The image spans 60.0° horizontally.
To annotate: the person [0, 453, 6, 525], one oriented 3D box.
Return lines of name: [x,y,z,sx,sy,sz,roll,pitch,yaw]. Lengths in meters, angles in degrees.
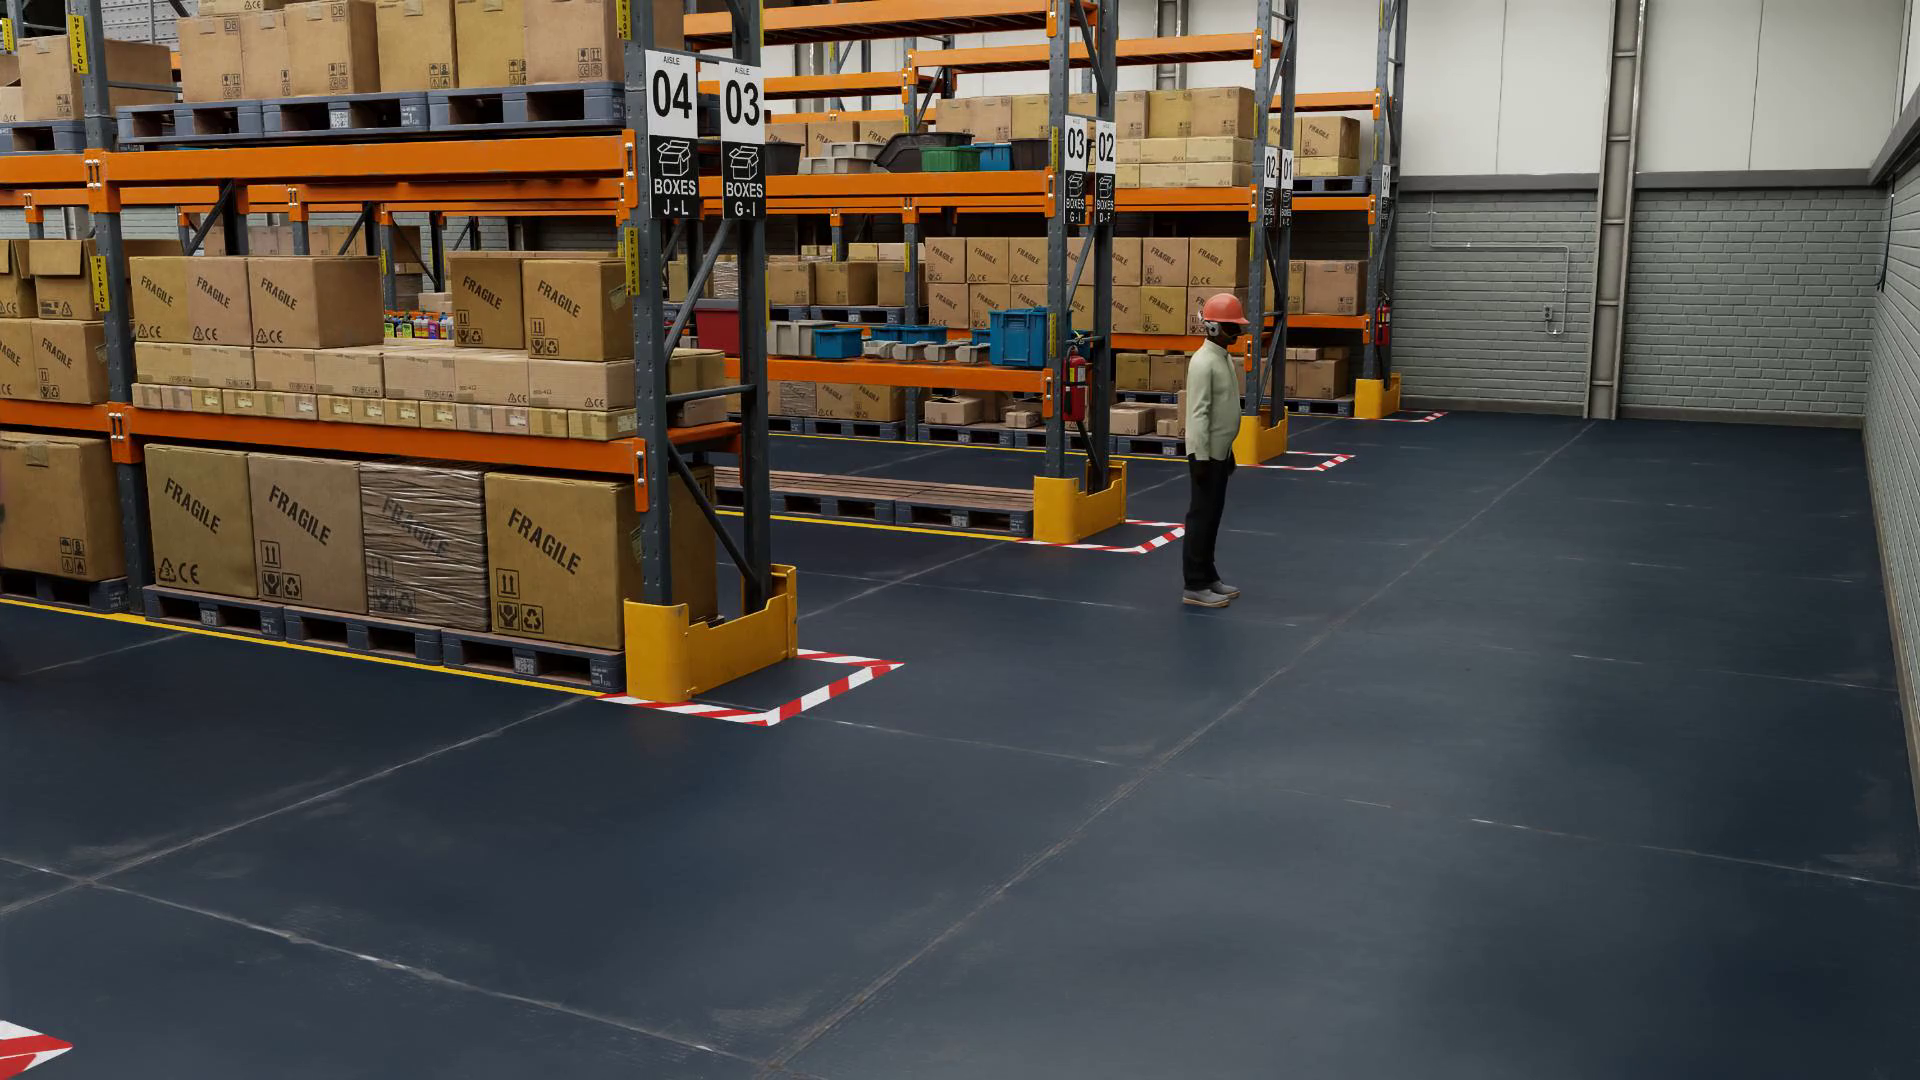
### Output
person: [-5.512,-0.212,8.932,0.692,1.882,0.552,-8,13,-39]

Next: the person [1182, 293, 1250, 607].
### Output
person: [1.628,-0.571,10.608,0.401,1.990,0.615,4,11,22]
